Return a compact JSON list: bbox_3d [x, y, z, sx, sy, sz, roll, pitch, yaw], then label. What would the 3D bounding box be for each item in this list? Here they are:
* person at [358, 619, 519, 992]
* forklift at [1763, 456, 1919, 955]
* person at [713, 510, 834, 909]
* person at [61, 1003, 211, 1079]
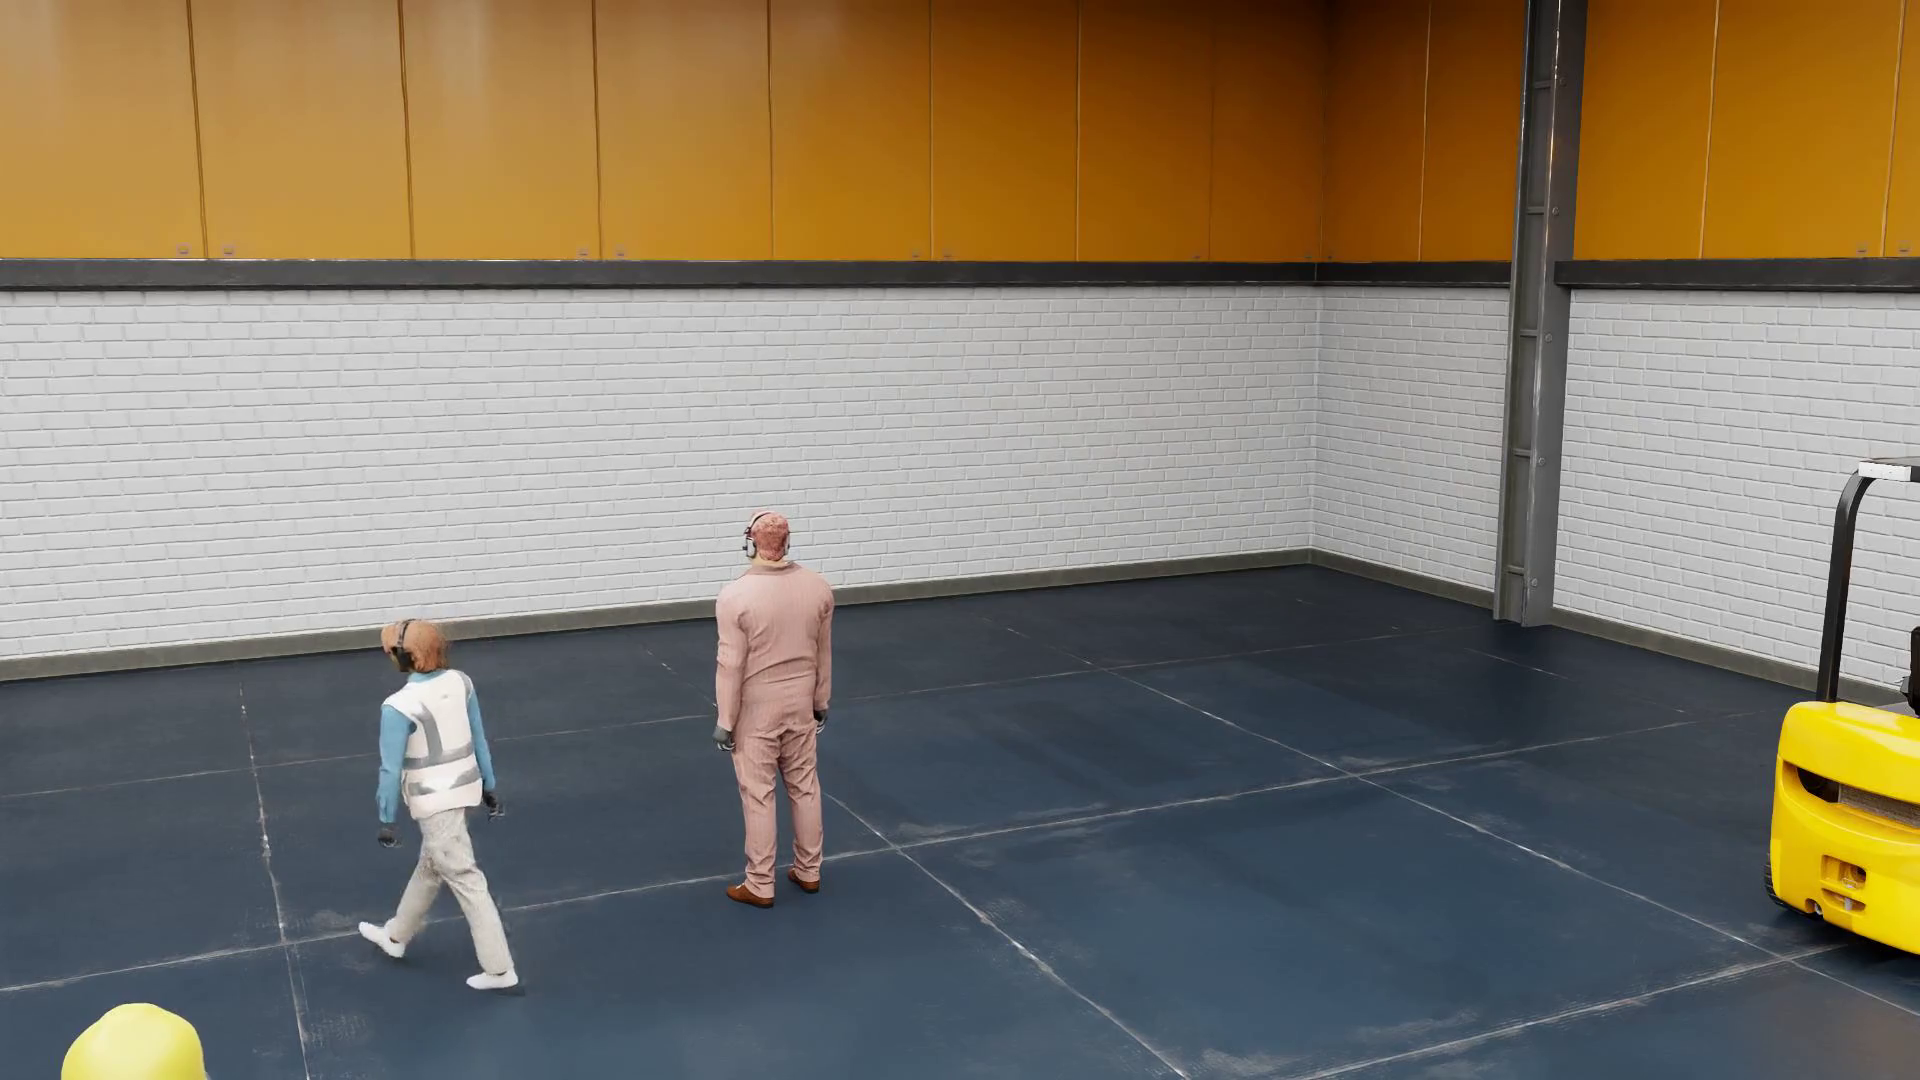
[{"bbox_3d":[-2.255,1.113,7.039,0.897,1.576,0.527,3,10,19],"label":"person"},{"bbox_3d":[4.857,0.731,7.561,2.313,2.155,1.214,-4,10,-25],"label":"forklift"},{"bbox_3d":[-0.915,0.803,8.003,0.651,1.906,0.403,-8,12,-40],"label":"person"},{"bbox_3d":[-1.367,1.668,2.847,0.600,1.836,0.404,3,10,15],"label":"person"}]
